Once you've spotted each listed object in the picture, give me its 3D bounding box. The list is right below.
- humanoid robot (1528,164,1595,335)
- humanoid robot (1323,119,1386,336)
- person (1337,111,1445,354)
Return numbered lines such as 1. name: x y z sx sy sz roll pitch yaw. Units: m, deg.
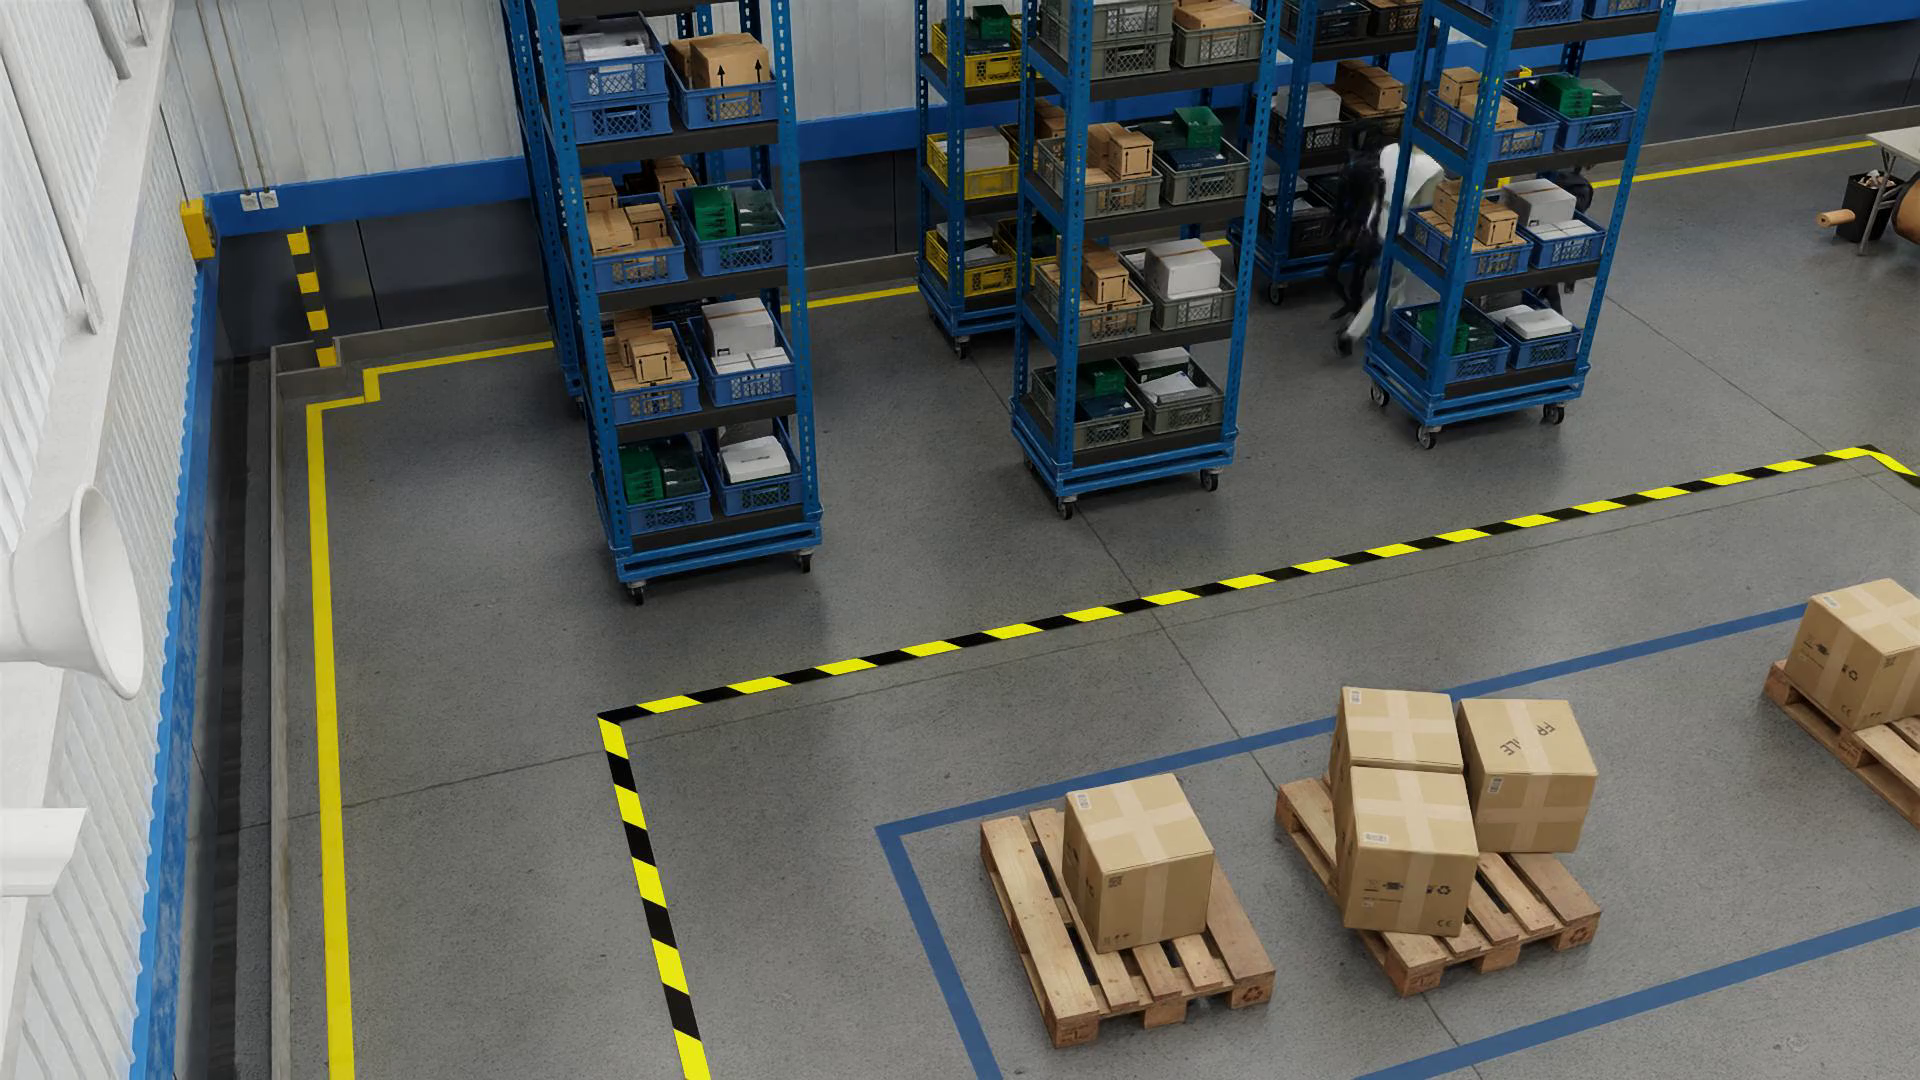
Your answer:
1. humanoid robot: 4.247 -2.059 11.779 0.762 1.621 0.603 -1 35 -1
2. humanoid robot: 2.890 -2.237 12.010 0.357 1.645 0.600 -12 37 -16
3. person: 3.061 -2.157 11.788 0.824 1.806 0.591 -16 38 -22
